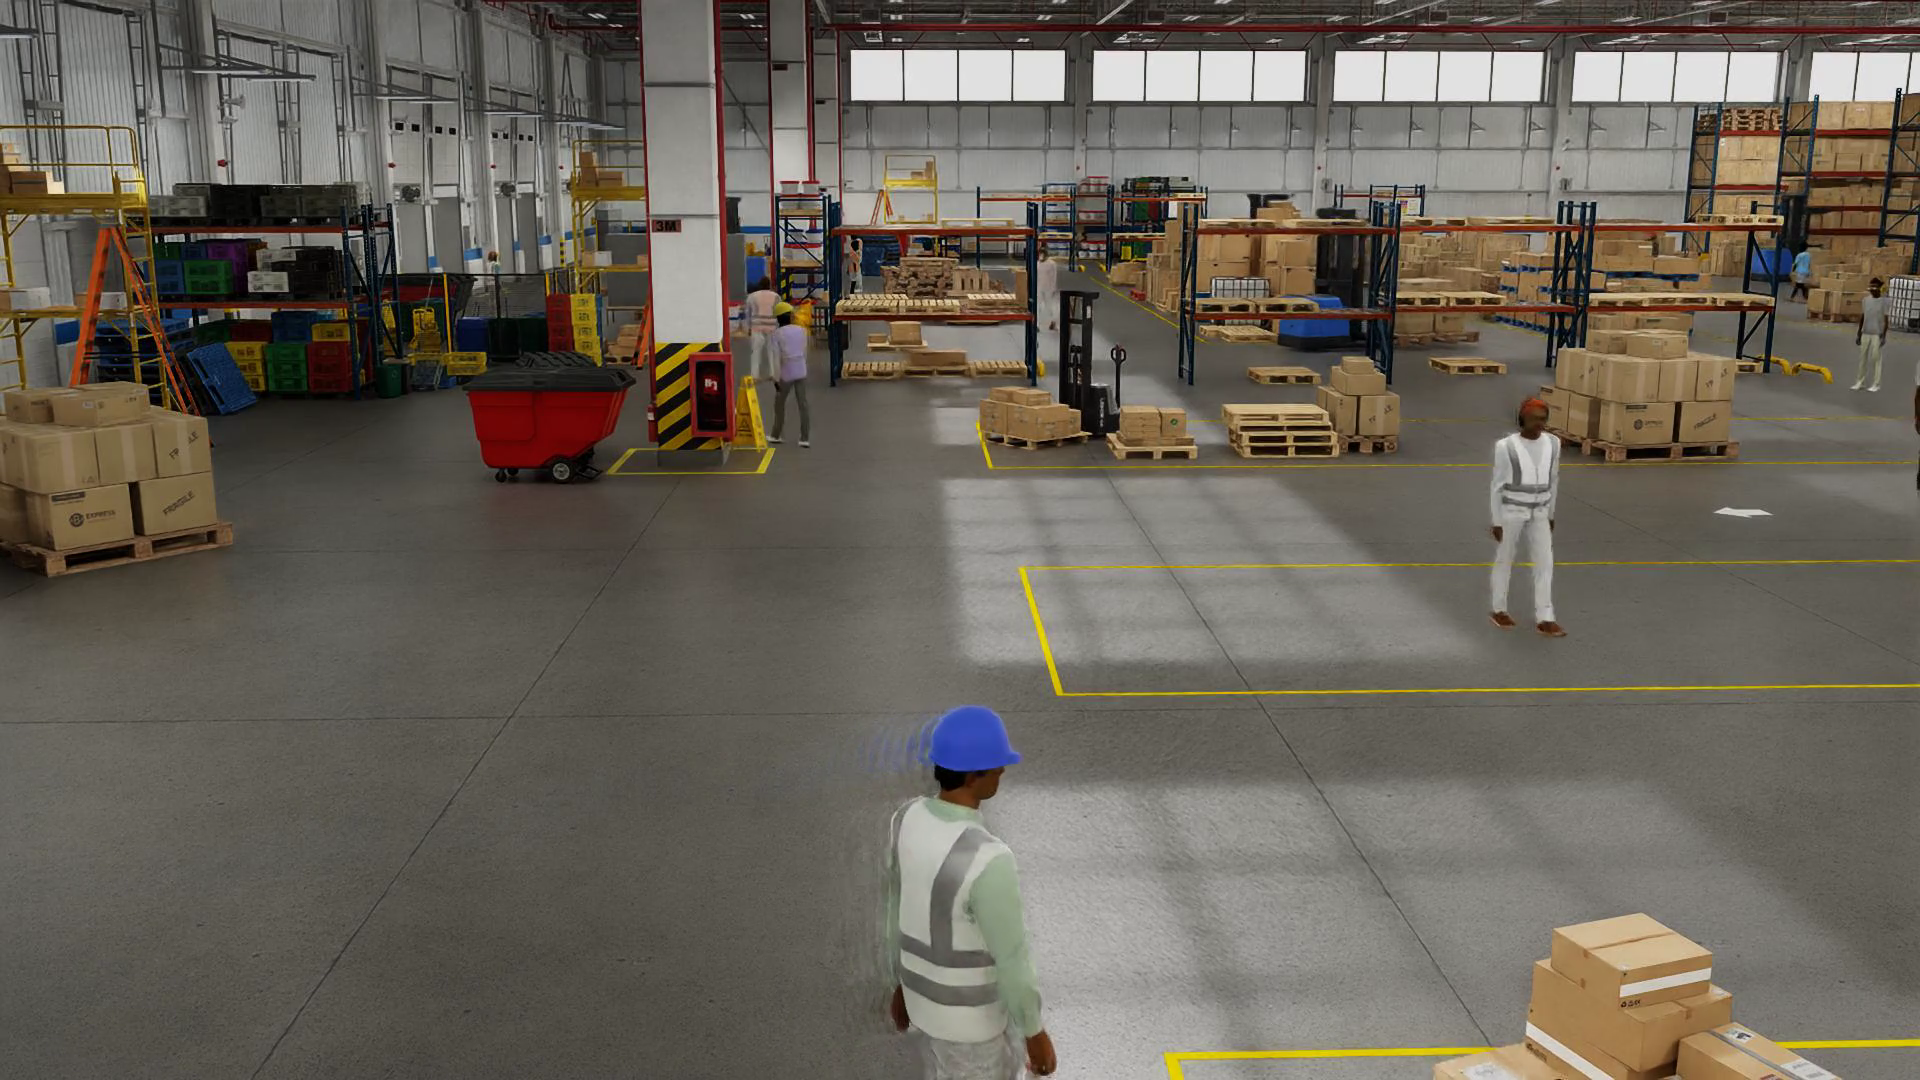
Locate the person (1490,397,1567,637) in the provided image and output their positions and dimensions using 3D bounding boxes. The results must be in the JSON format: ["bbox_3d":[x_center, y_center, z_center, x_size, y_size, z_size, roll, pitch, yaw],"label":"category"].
[{"bbox_3d":[4.394,-0.160,12.778,0.619,1.849,0.876,-3,13,-12],"label":"person"}]

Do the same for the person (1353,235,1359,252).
[{"bbox_3d":[14.387,-10.706,60.426,1.061,1.858,0.554,-7,15,-30],"label":"person"}]

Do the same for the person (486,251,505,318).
[{"bbox_3d":[-11.454,-6.268,40.867,0.525,1.630,0.324,12,17,42],"label":"person"}]

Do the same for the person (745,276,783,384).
[{"bbox_3d":[-3.322,-3.564,28.270,0.644,1.817,0.498,-4,13,-17],"label":"person"}]

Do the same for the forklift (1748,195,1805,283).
[{"bbox_3d":[26.571,-9.674,53.400,1.873,2.768,1.129,0,12,-2],"label":"forklift"}]

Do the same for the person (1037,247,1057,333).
[{"bbox_3d":[1.898,-5.615,37.303,0.632,1.908,0.911,4,13,18],"label":"person"}]

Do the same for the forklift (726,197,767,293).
[{"bbox_3d":[-6.619,-8.602,48.560,1.873,2.768,1.129,0,12,-2],"label":"forklift"}]

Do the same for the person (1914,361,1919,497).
[{"bbox_3d":[10.652,-1.396,17.936,0.678,2.000,0.999,6,14,25],"label":"person"}]

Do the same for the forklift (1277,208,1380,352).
[{"bbox_3d":[7.484,-5.258,33.460,1.873,2.768,1.129,-5,13,-22],"label":"forklift"}]

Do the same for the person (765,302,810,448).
[{"bbox_3d":[-2.252,-2.162,21.751,0.626,1.870,0.893,-10,16,-39],"label":"person"}]

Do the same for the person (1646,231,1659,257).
[{"bbox_3d":[19.535,-7.851,47.226,0.627,1.979,0.746,-4,13,-16],"label":"person"}]

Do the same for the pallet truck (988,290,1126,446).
[{"bbox_3d":[1.257,-2.299,22.111,1.885,1.965,0.823,-9,15,-35],"label":"pallet truck"}]

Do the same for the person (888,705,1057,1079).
[{"bbox_3d":[0.051,1.457,5.302,0.505,1.928,0.617,-5,14,-23],"label":"person"}]

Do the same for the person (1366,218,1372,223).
[{"bbox_3d":[14.846,-10.844,60.923,0.497,1.906,0.762,0,12,2],"label":"person"}]

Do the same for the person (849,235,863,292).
[{"bbox_3d":[-3.128,-8.340,49.578,0.391,1.919,0.581,-11,16,-40],"label":"person"}]

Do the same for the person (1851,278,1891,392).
[{"bbox_3d":[14.933,-3.359,27.222,0.325,1.860,0.511,-7,14,-27],"label":"person"}]

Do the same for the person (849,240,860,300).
[{"bbox_3d":[-2.921,-7.440,46.027,0.322,1.689,0.530,-1,13,-6],"label":"person"}]

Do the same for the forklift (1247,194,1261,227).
[{"bbox_3d":[9.692,-9.993,54.841,1.873,2.768,1.129,2,13,8],"label":"forklift"}]

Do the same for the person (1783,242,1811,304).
[{"bbox_3d":[22.879,-7.292,45.401,0.546,1.652,0.838,-9,15,-35],"label":"person"}]
